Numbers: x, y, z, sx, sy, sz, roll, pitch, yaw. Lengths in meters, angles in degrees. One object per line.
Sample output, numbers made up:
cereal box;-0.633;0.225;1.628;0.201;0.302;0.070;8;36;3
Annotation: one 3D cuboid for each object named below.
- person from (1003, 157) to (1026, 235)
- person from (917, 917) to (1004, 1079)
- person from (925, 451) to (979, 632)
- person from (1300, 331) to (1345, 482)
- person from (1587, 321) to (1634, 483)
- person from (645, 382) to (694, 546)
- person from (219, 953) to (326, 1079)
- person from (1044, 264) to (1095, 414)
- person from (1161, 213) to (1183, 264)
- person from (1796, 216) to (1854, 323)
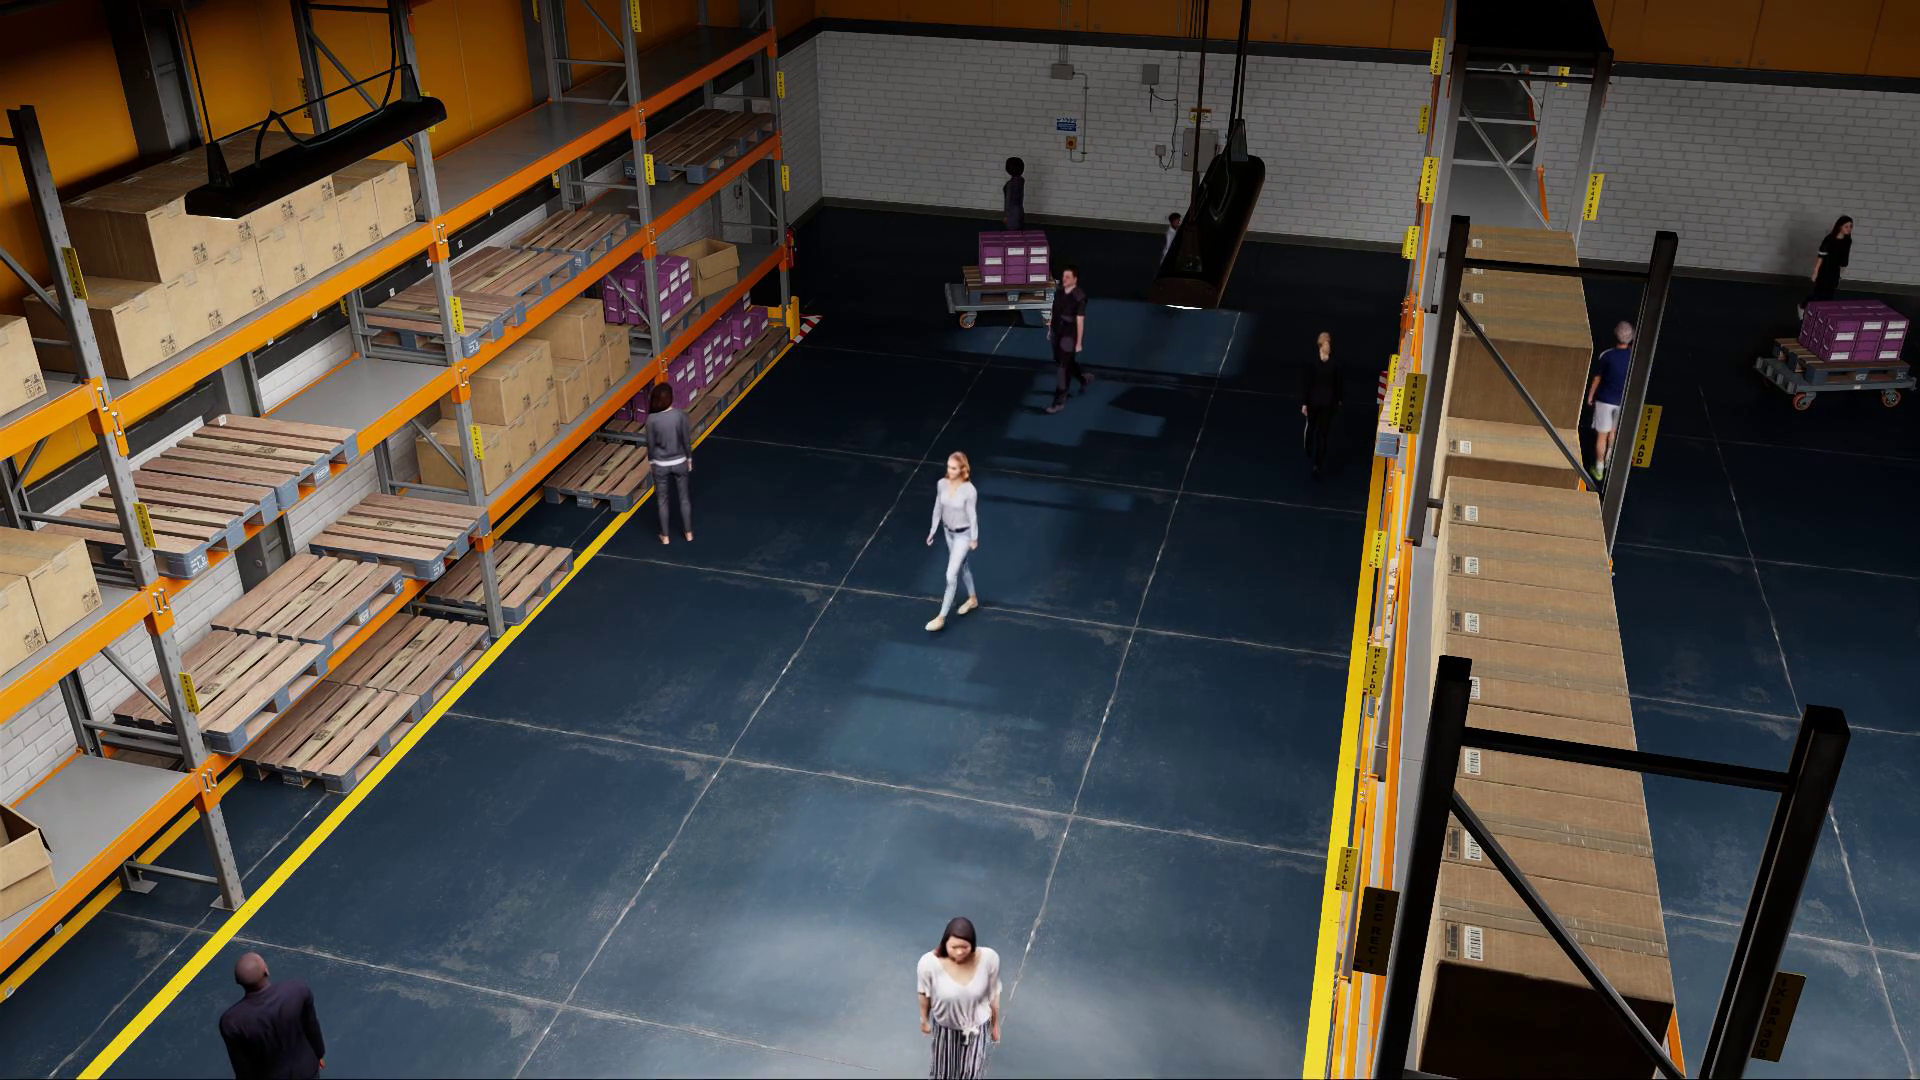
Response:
person;0.811;-4.808;24.601;0.694;1.707;0.563;19;34;31
person;0.002;2.957;10.407;0.792;1.667;0.812;-4;29;-7
person;0.030;-0.058;15.831;0.914;1.767;1.121;25;37;38
person;4.014;-1.442;18.487;0.646;1.652;1.070;6;29;11
person;7.266;-1.505;18.428;0.726;1.820;0.732;0;29;1
person;-2.992;-0.792;17.174;0.688;1.769;0.691;-8;30;-14
person;-4.005;3.173;9.854;0.736;1.817;0.845;-24;37;-36
person;1.349;-2.479;20.202;1.170;1.831;1.107;-17;33;-28
person;2.971;-4.049;23.713;0.791;1.224;0.896;21;35;34
person;11.693;-3.629;22.522;0.813;1.628;0.895;-10;30;-18
